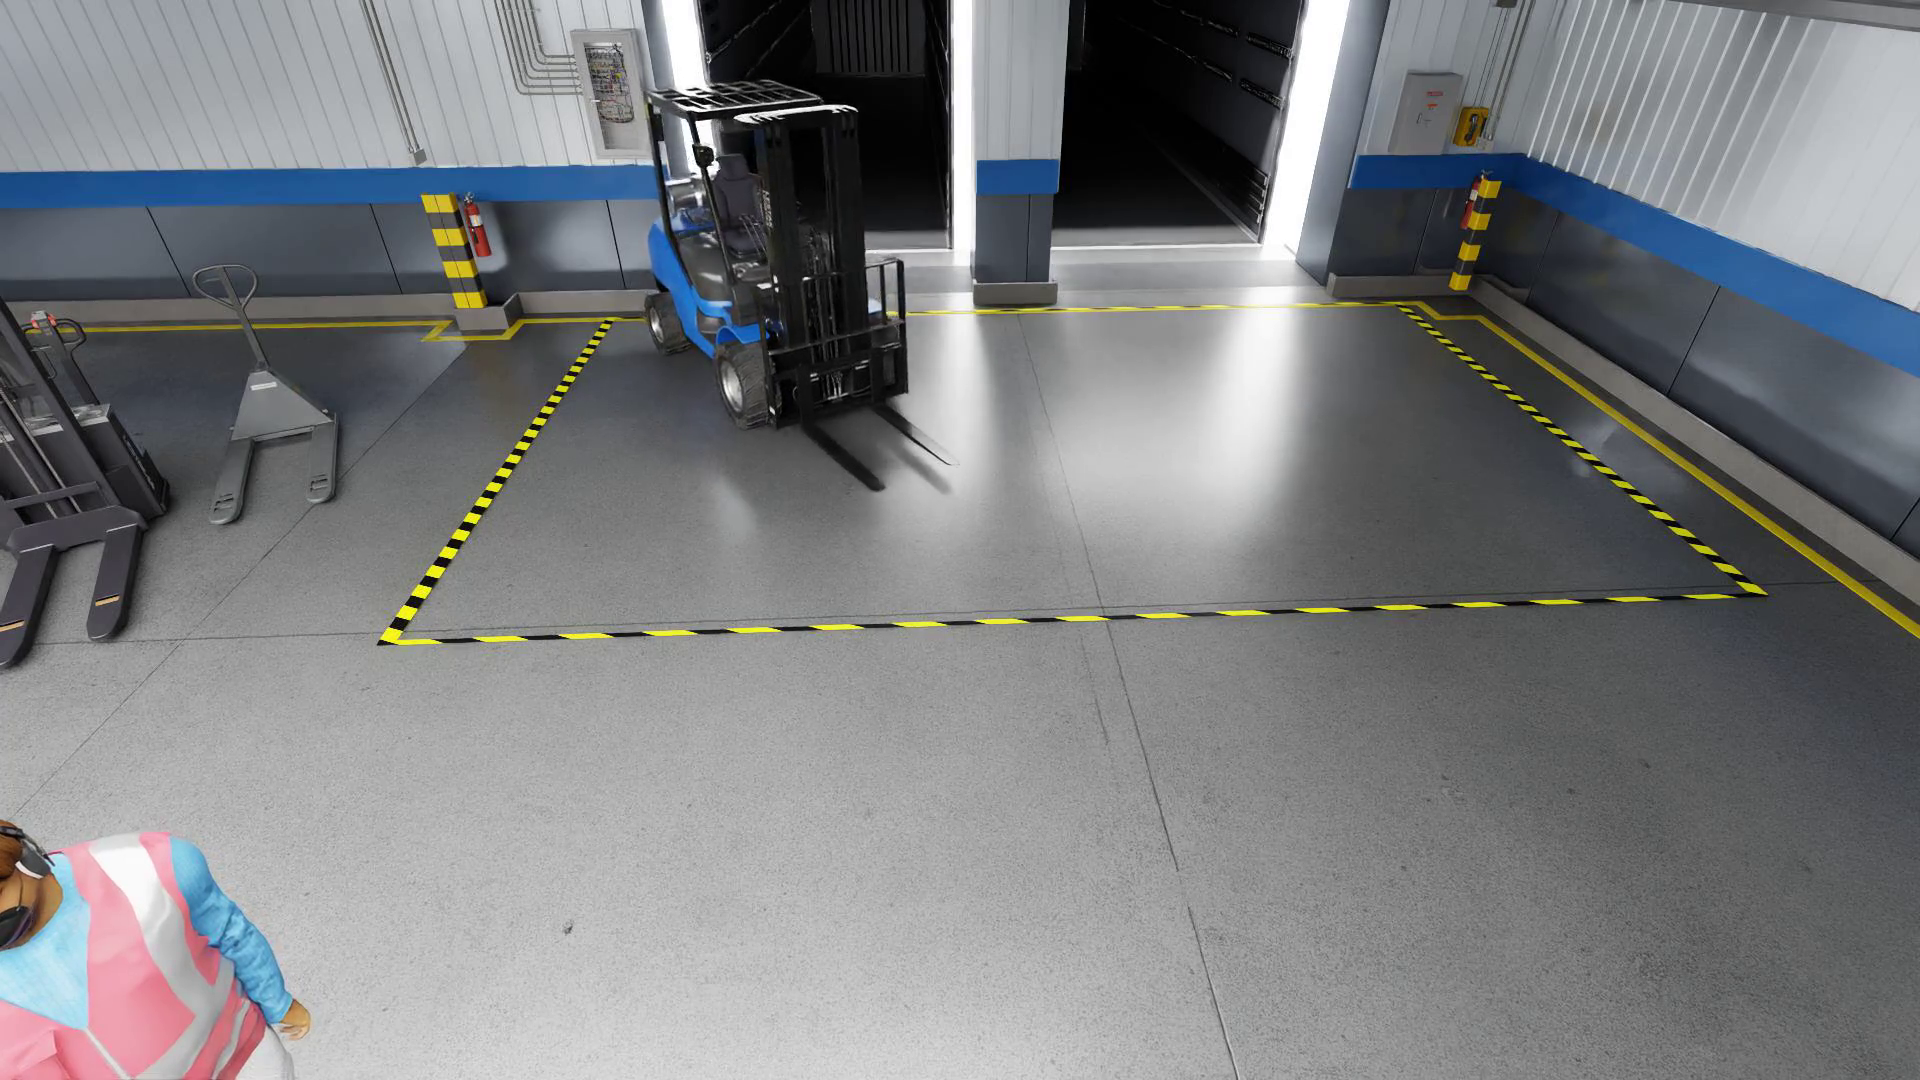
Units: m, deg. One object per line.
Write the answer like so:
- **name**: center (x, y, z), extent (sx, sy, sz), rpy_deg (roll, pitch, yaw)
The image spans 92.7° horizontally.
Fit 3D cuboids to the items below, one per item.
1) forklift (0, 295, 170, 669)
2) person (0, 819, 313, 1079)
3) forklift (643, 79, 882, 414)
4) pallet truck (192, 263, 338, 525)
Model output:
- **forklift**: center (-5.212, -0.618, 4.878), extent (0.823, 1.965, 1.885), rpy_deg (-20, 39, -26)
- **person**: center (-1.954, 1.313, 2.238), extent (0.430, 1.845, 0.619), rpy_deg (25, 42, 31)
- **forklift**: center (-1.590, -2.391, 7.110), extent (1.157, 2.036, 2.680), rpy_deg (-21, 40, -27)
- **pallet truck**: center (-4.778, -1.027, 6.128), extent (0.680, 1.201, 1.601), rpy_deg (-17, 38, -23)
